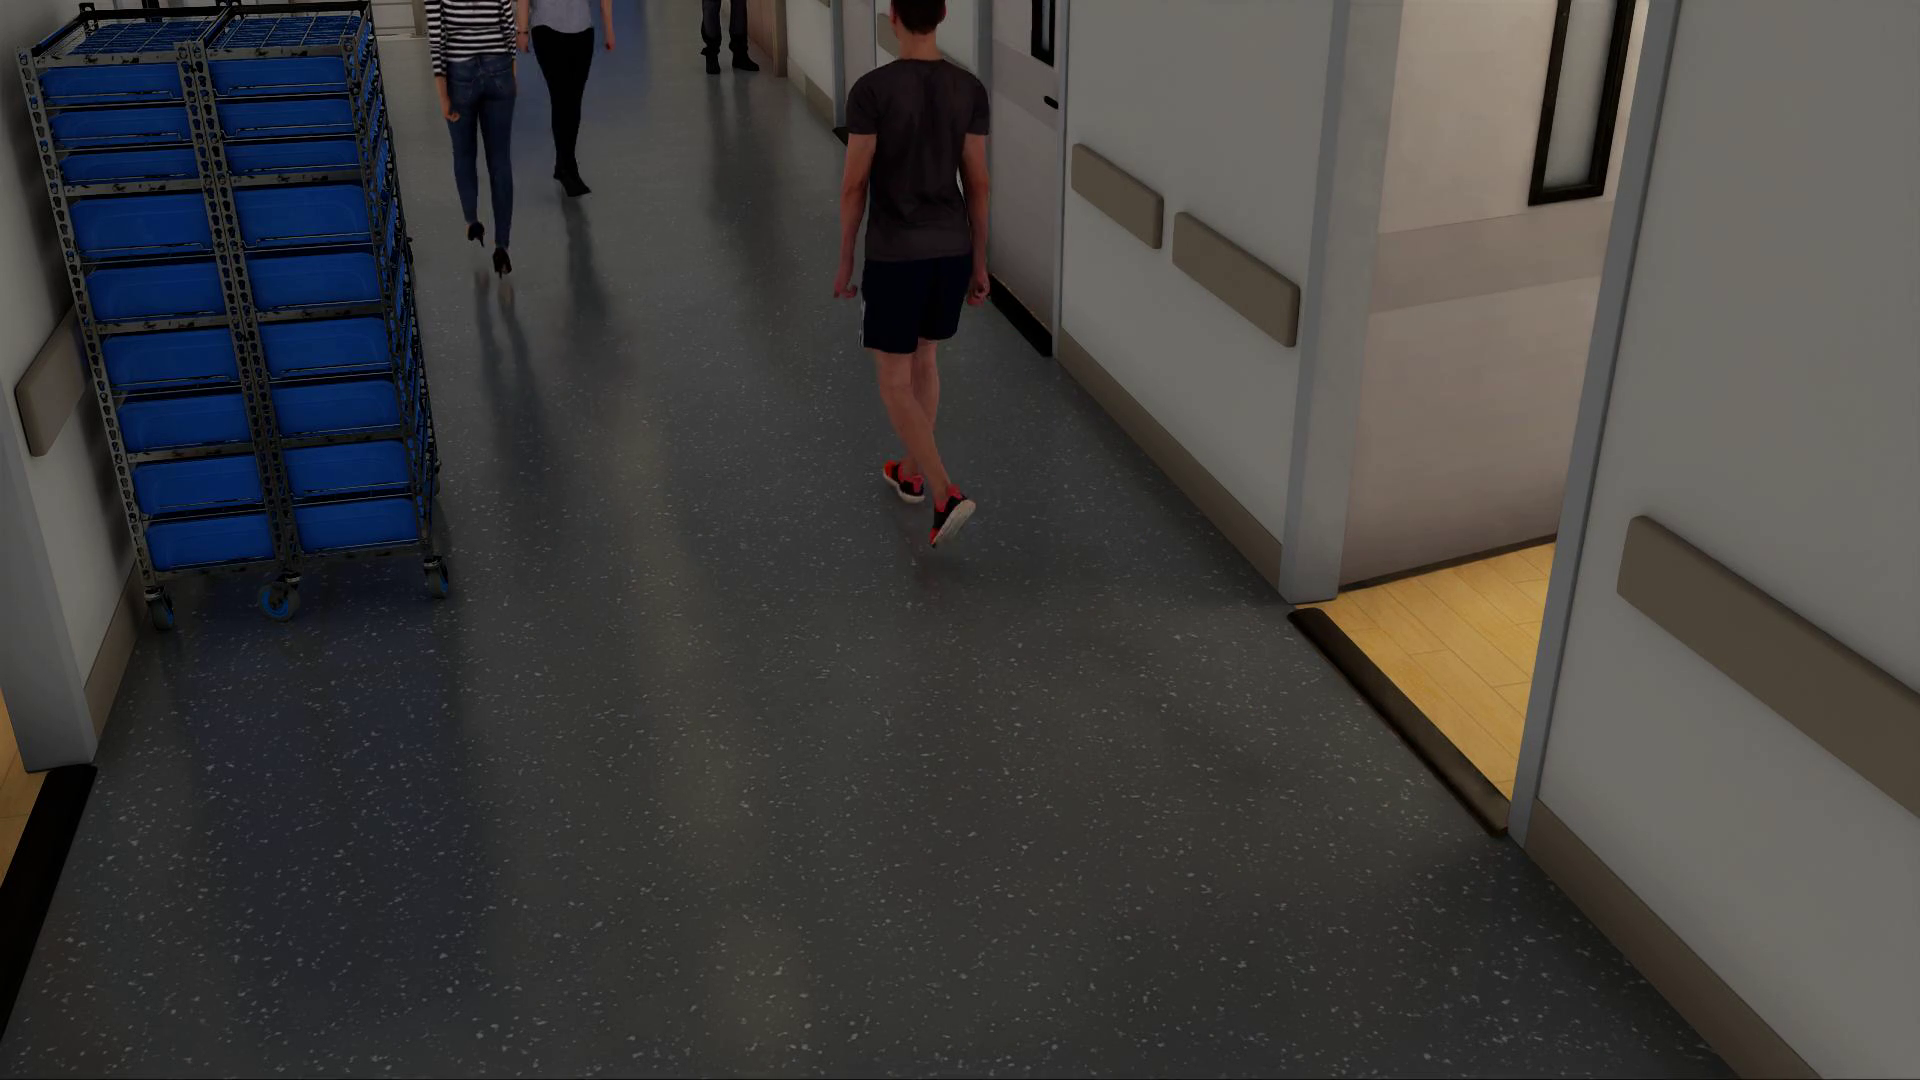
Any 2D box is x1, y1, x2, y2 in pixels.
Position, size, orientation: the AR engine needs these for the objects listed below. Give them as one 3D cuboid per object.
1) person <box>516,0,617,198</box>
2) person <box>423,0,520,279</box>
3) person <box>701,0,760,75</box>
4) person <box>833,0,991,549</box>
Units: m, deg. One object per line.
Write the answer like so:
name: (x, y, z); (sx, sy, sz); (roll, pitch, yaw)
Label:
person: (-2.343, -2.972, 9.717); (0.876, 1.838, 1.072); (-14, 29, -27)
person: (-2.304, -2.136, 8.062); (0.683, 1.754, 1.026); (-11, 28, -21)
person: (-1.909, -4.732, 13.383); (0.736, 1.825, 0.666); (-12, 28, -23)
person: (-0.114, -0.858, 5.347); (0.810, 1.827, 1.141); (-13, 29, -25)
